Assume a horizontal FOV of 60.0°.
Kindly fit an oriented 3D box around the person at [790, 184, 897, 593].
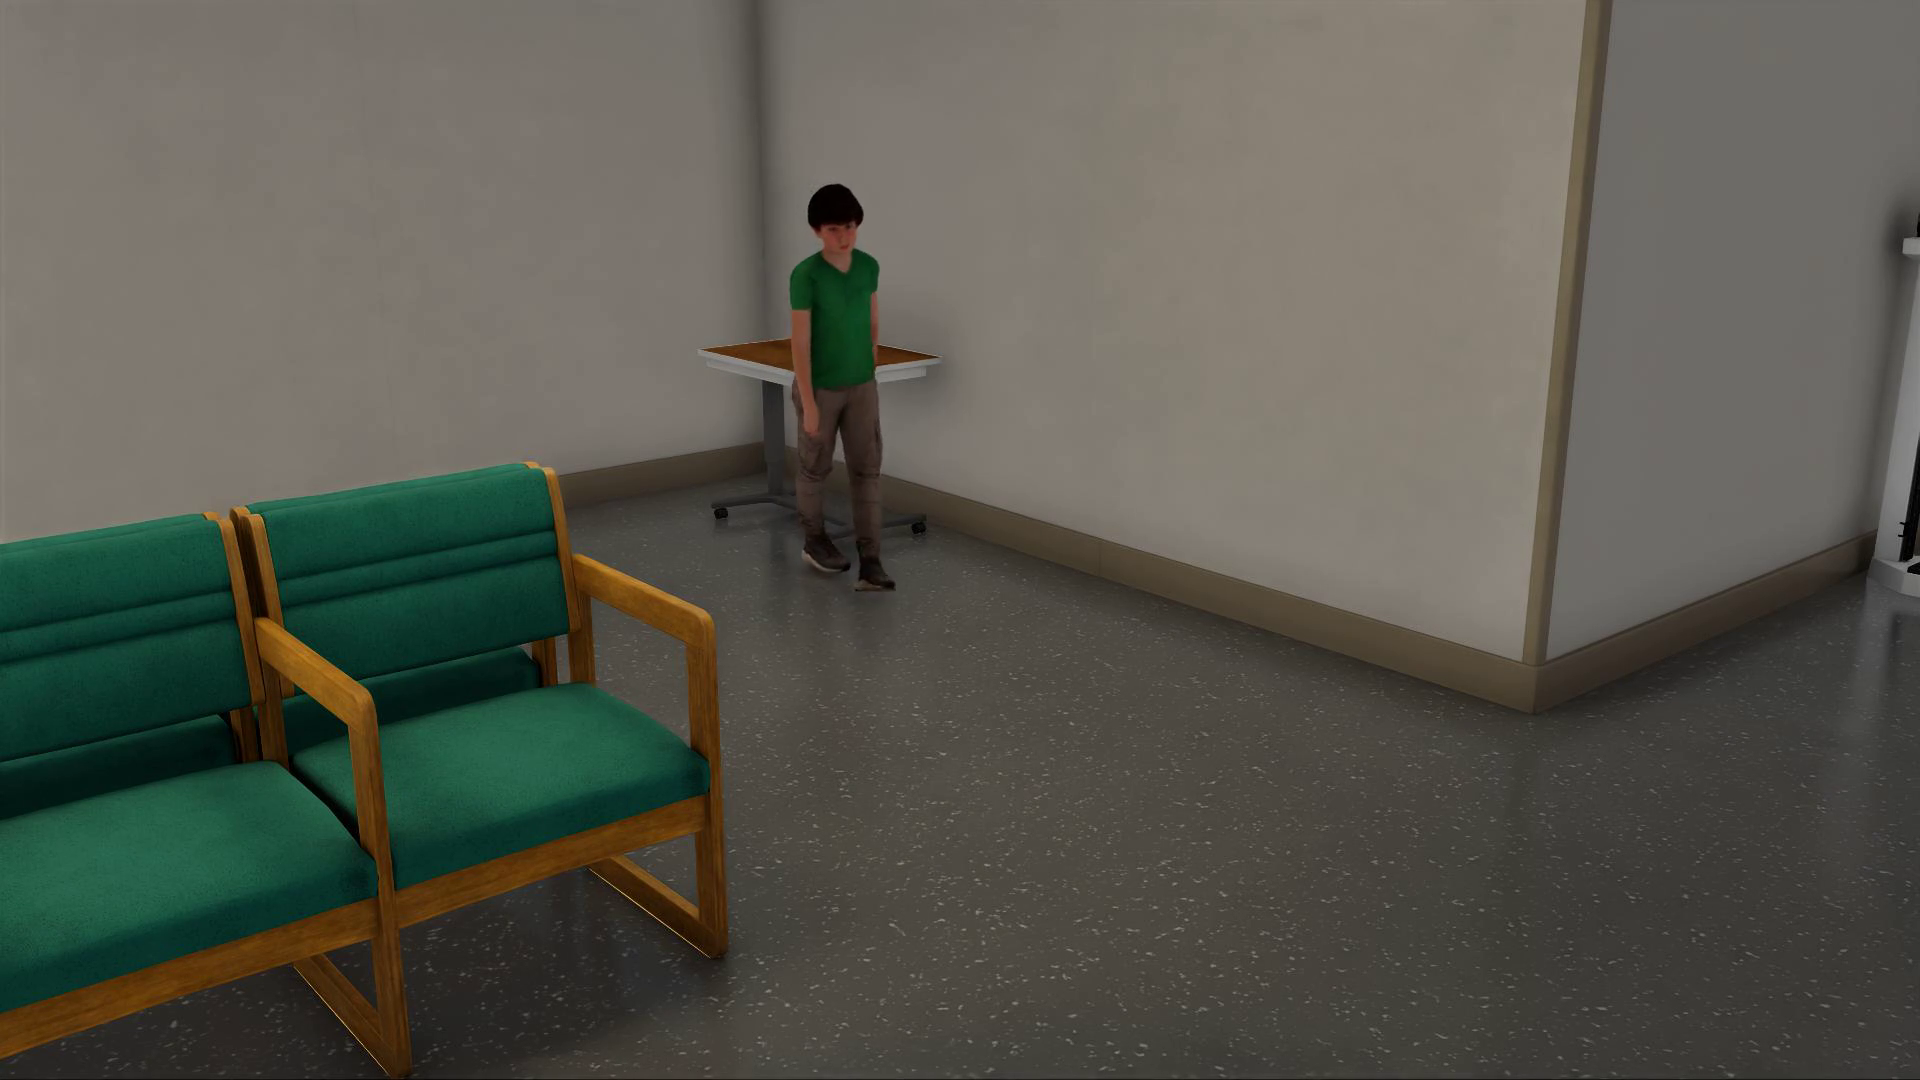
[{"bbox_3d":[-0.525,-0.596,6.663,0.710,1.595,1.073,-11,19,-34],"label":"person"}]
